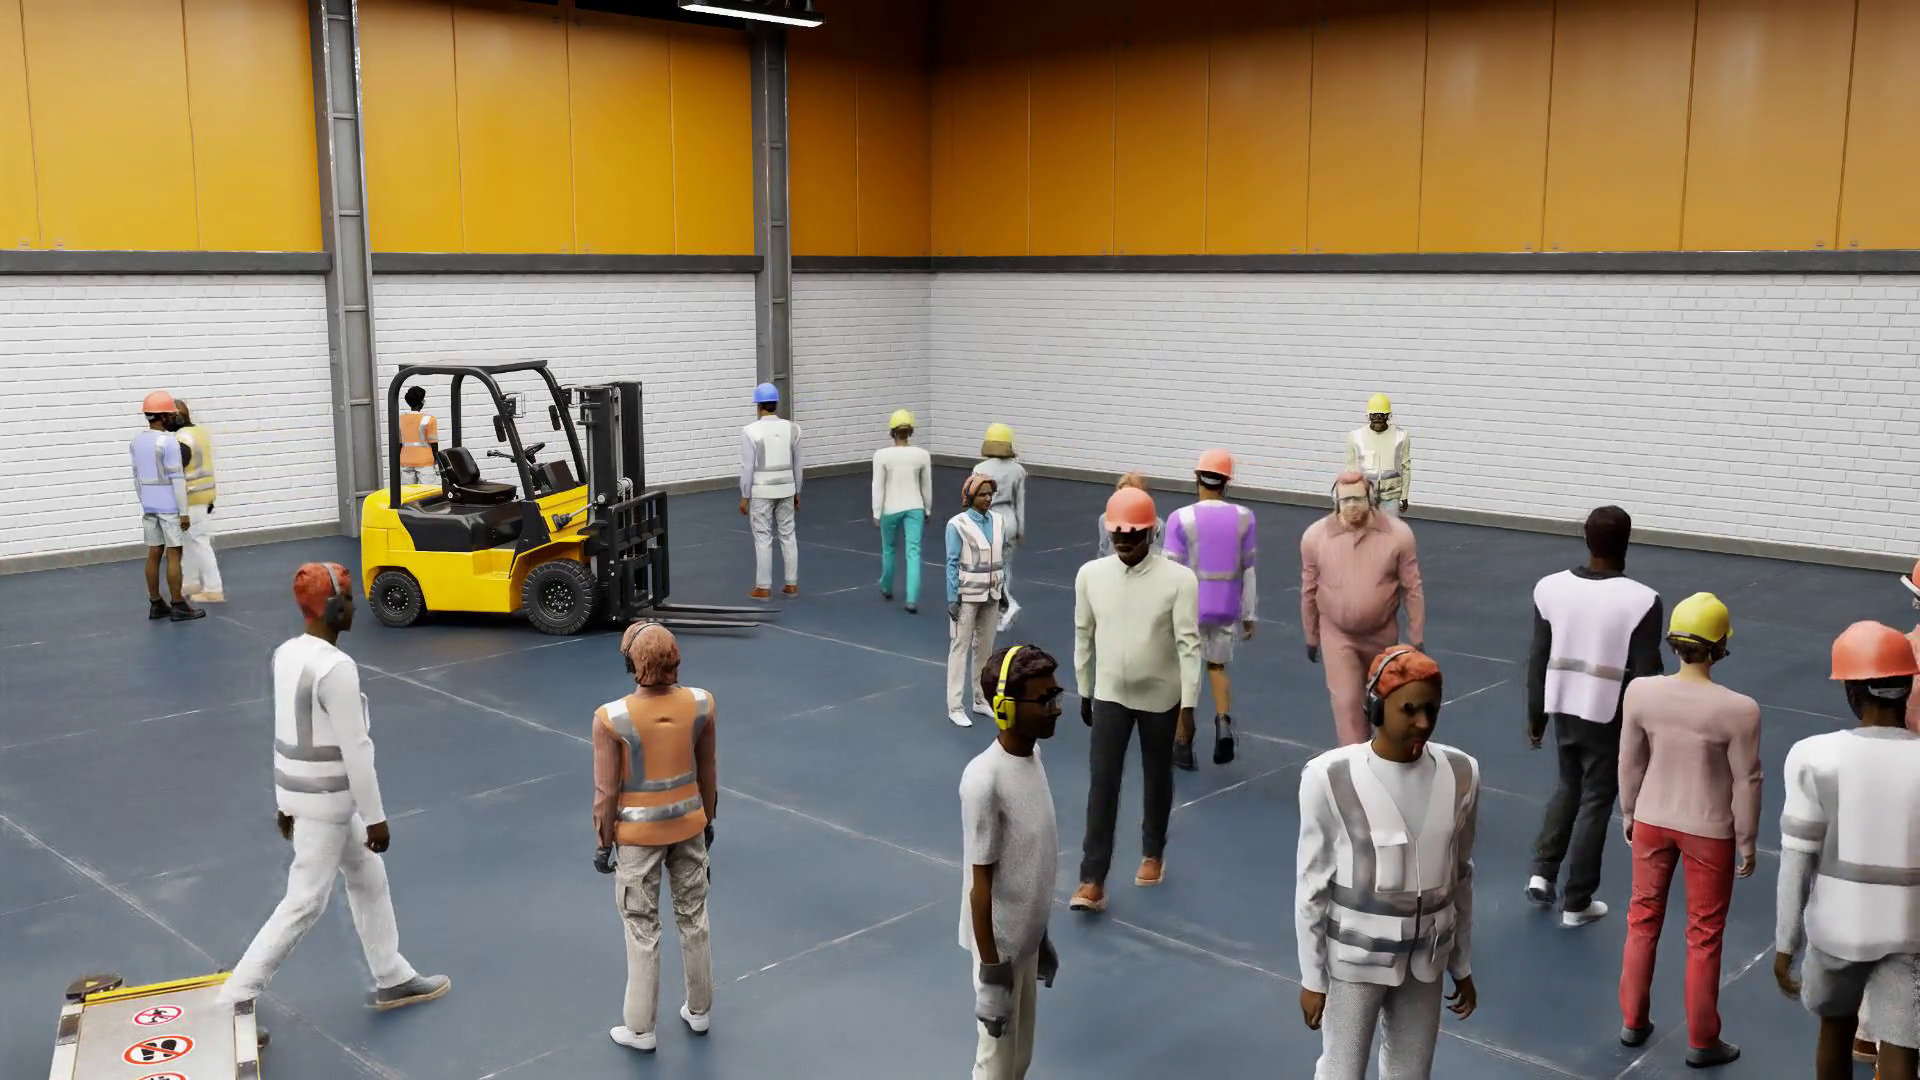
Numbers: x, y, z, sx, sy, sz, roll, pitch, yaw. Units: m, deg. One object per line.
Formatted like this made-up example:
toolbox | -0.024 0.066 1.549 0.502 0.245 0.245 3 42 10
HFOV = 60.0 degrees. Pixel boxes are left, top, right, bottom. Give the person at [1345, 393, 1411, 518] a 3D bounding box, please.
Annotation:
person | 3.825 -0.436 15.261 0.592 1.824 0.403 2 9 10

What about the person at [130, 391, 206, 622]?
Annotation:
person | -6.663 -0.281 13.951 0.545 1.938 0.361 4 10 25

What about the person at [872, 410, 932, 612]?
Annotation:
person | -0.516 -0.270 14.518 0.546 1.714 0.919 -2 9 -13

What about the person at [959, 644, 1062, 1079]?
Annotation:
person | 0.171 1.223 4.940 0.328 1.871 0.521 3 10 19

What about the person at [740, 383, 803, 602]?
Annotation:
person | -1.687 -0.426 14.814 0.615 1.943 0.409 -6 11 -34

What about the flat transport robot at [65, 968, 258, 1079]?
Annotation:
flat transport robot | -2.843 1.864 5.898 0.652 0.197 1.431 -4 10 -24

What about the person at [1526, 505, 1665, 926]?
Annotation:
person | 2.842 0.792 7.458 0.439 1.907 0.587 -7 12 -37

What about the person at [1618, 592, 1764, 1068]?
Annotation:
person | 2.705 1.069 6.190 0.309 1.772 0.525 -9 13 -43

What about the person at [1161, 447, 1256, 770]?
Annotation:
person | 1.440 0.417 9.747 0.628 1.911 0.542 -2 9 -10

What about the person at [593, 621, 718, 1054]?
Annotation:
person | -1.141 1.117 6.289 0.515 1.641 0.309 -7 12 -37

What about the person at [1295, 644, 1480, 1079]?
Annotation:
person | 1.242 1.233 4.832 0.575 1.884 0.355 -3 10 -17

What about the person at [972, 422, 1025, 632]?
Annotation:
person | 0.318 -0.083 13.380 0.503 1.727 0.553 -6 11 -33

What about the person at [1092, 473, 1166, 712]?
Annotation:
person | 1.123 0.355 11.062 0.522 1.599 0.704 5 10 28

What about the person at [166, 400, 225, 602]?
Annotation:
person | -6.855 -0.335 14.686 0.667 1.804 0.648 -1 9 -9

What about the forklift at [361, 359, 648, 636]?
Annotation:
forklift | -3.850 -0.407 13.936 2.313 2.155 1.214 2 9 11

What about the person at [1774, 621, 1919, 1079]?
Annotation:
person | 2.819 1.193 5.125 0.580 1.878 1.044 4 10 26

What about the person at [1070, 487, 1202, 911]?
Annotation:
person | 0.794 0.734 7.668 0.634 1.944 0.976 3 10 18

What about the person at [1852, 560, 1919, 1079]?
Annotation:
person | 3.442 0.999 5.928 0.381 1.994 0.622 2 10 14

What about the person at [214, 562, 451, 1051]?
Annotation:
person | -2.502 1.005 6.370 0.958 1.845 0.587 -7 12 -37

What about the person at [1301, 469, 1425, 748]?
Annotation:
person | 2.252 0.501 9.383 0.670 1.866 0.914 1 9 9

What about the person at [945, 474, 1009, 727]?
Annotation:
person | 0.111 0.381 10.806 0.522 1.638 0.311 -9 13 -43

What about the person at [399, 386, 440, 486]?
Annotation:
person | -5.861 -0.818 18.001 0.532 1.694 0.320 3 10 18
